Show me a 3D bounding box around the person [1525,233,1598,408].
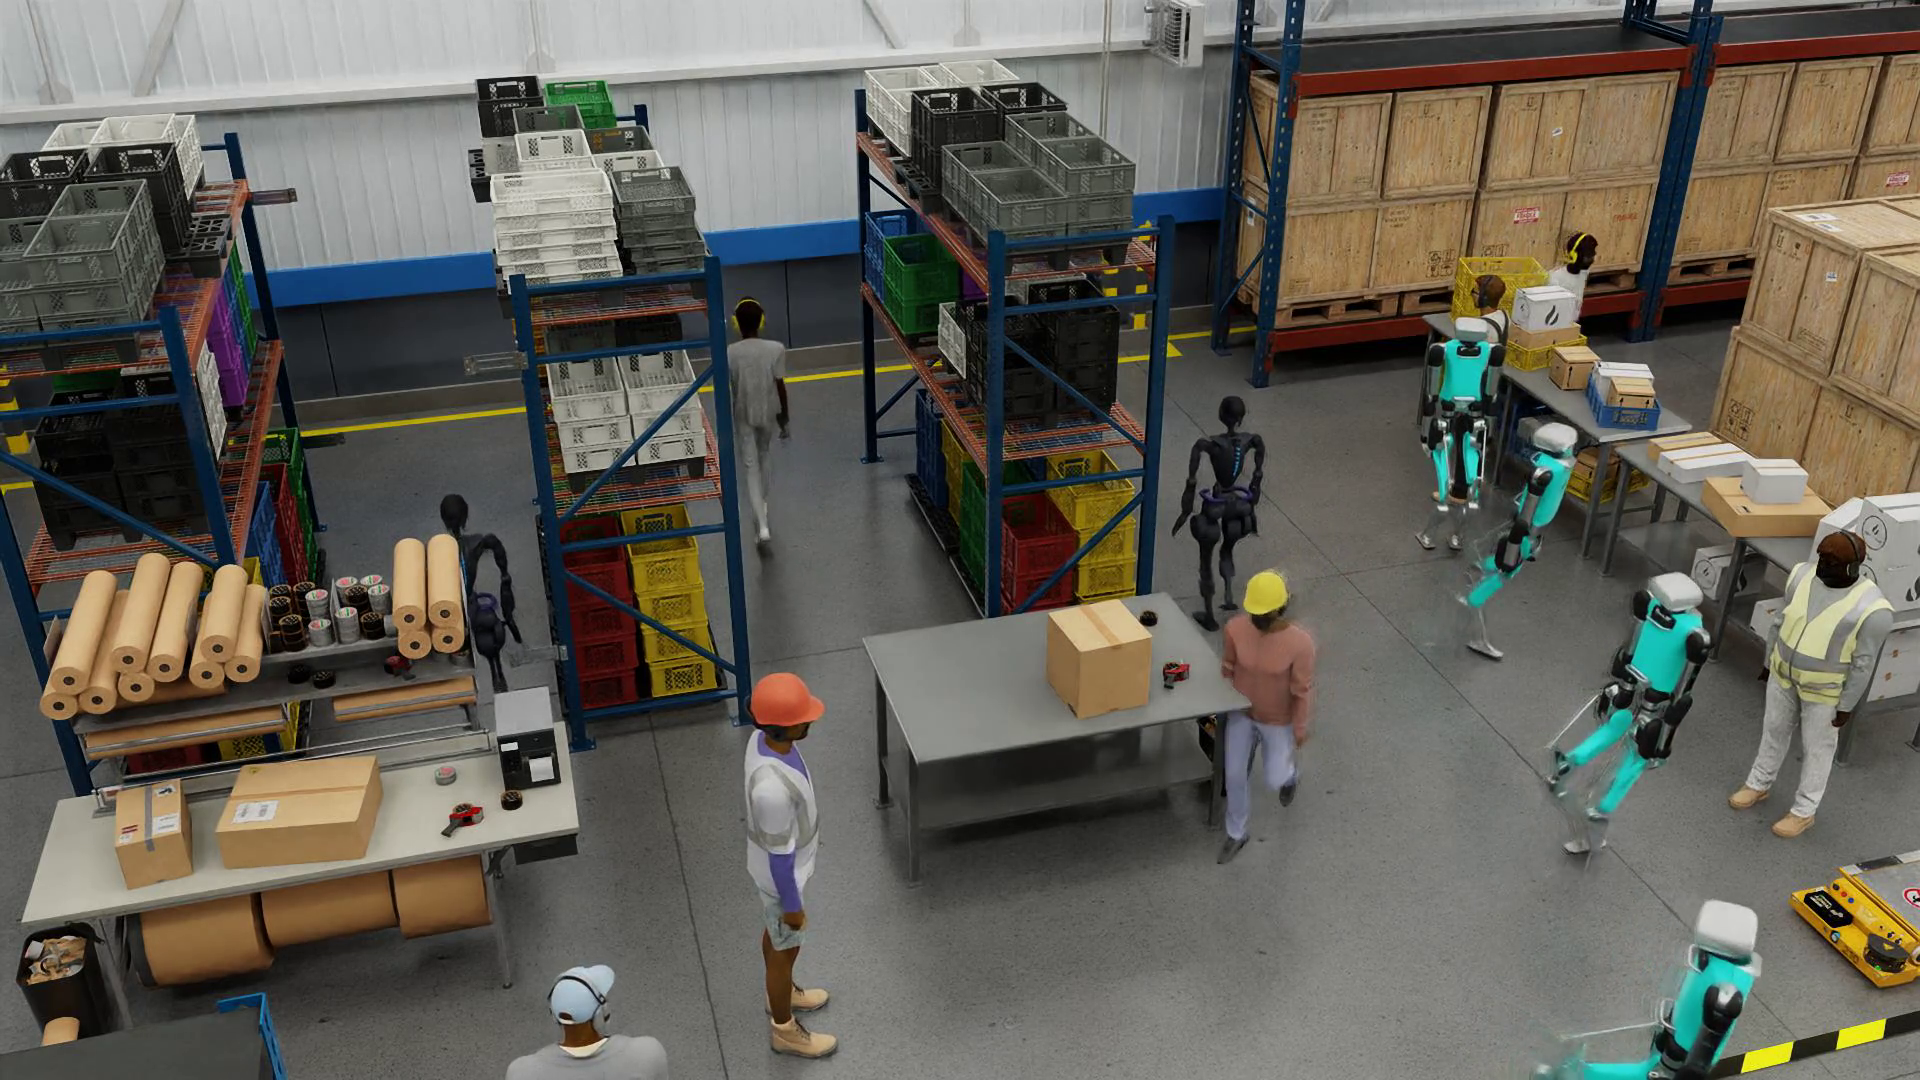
[{"bbox_3d":[4.833,-1.566,13.376,0.539,1.845,0.640,-17,33,-29],"label":"person"}]

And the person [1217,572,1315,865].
[{"bbox_3d":[1.644,0.908,8.981,0.529,1.732,0.639,15,32,25],"label":"person"}]

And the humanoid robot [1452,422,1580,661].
[{"bbox_3d":[3.432,0.069,10.627,0.757,1.885,0.546,22,36,34],"label":"humanoid robot"}]

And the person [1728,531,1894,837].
[{"bbox_3d":[4.660,0.774,9.130,0.430,1.838,0.622,-13,32,-23],"label":"person"}]

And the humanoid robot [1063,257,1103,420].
[{"bbox_3d":[1.004,-1.802,13.971,0.312,1.651,0.612,-18,33,-29],"label":"humanoid robot"}]

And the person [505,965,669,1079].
[{"bbox_3d":[-1.351,2.335,6.271,0.596,1.849,0.386,-7,30,-13],"label":"person"}]

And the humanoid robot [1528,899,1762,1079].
[{"bbox_3d":[2.644,2.142,6.815,1.047,1.787,0.531,12,31,21],"label":"humanoid robot"}]

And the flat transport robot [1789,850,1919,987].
[{"bbox_3d":[5.163,1.916,8.676,1.431,0.231,0.659,-8,30,-14],"label":"flat transport robot"}]

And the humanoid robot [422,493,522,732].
[{"bbox_3d":[-2.874,0.536,9.734,0.613,1.641,0.582,-14,32,-24],"label":"humanoid robot"}]

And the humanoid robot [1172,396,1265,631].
[{"bbox_3d":[1.713,-0.181,11.024,0.592,1.654,0.332,-8,30,-14],"label":"humanoid robot"}]

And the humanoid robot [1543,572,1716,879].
[{"bbox_3d":[3.428,1.065,8.819,0.721,1.900,0.540,-8,30,-15],"label":"humanoid robot"}]

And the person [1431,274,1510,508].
[{"bbox_3d":[3.888,-1.123,12.567,0.332,1.844,0.517,21,35,34],"label":"person"}]

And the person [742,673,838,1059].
[{"bbox_3d":[-0.783,1.479,7.630,0.378,2.045,0.604,-4,29,-7],"label":"person"}]

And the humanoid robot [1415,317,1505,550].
[{"bbox_3d":[3.553,-0.667,11.791,0.546,1.749,0.681,2,29,3],"label":"humanoid robot"}]

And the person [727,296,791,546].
[{"bbox_3d":[-1.501,-0.878,12.133,0.520,1.838,0.899,-8,30,-14],"label":"person"}]
